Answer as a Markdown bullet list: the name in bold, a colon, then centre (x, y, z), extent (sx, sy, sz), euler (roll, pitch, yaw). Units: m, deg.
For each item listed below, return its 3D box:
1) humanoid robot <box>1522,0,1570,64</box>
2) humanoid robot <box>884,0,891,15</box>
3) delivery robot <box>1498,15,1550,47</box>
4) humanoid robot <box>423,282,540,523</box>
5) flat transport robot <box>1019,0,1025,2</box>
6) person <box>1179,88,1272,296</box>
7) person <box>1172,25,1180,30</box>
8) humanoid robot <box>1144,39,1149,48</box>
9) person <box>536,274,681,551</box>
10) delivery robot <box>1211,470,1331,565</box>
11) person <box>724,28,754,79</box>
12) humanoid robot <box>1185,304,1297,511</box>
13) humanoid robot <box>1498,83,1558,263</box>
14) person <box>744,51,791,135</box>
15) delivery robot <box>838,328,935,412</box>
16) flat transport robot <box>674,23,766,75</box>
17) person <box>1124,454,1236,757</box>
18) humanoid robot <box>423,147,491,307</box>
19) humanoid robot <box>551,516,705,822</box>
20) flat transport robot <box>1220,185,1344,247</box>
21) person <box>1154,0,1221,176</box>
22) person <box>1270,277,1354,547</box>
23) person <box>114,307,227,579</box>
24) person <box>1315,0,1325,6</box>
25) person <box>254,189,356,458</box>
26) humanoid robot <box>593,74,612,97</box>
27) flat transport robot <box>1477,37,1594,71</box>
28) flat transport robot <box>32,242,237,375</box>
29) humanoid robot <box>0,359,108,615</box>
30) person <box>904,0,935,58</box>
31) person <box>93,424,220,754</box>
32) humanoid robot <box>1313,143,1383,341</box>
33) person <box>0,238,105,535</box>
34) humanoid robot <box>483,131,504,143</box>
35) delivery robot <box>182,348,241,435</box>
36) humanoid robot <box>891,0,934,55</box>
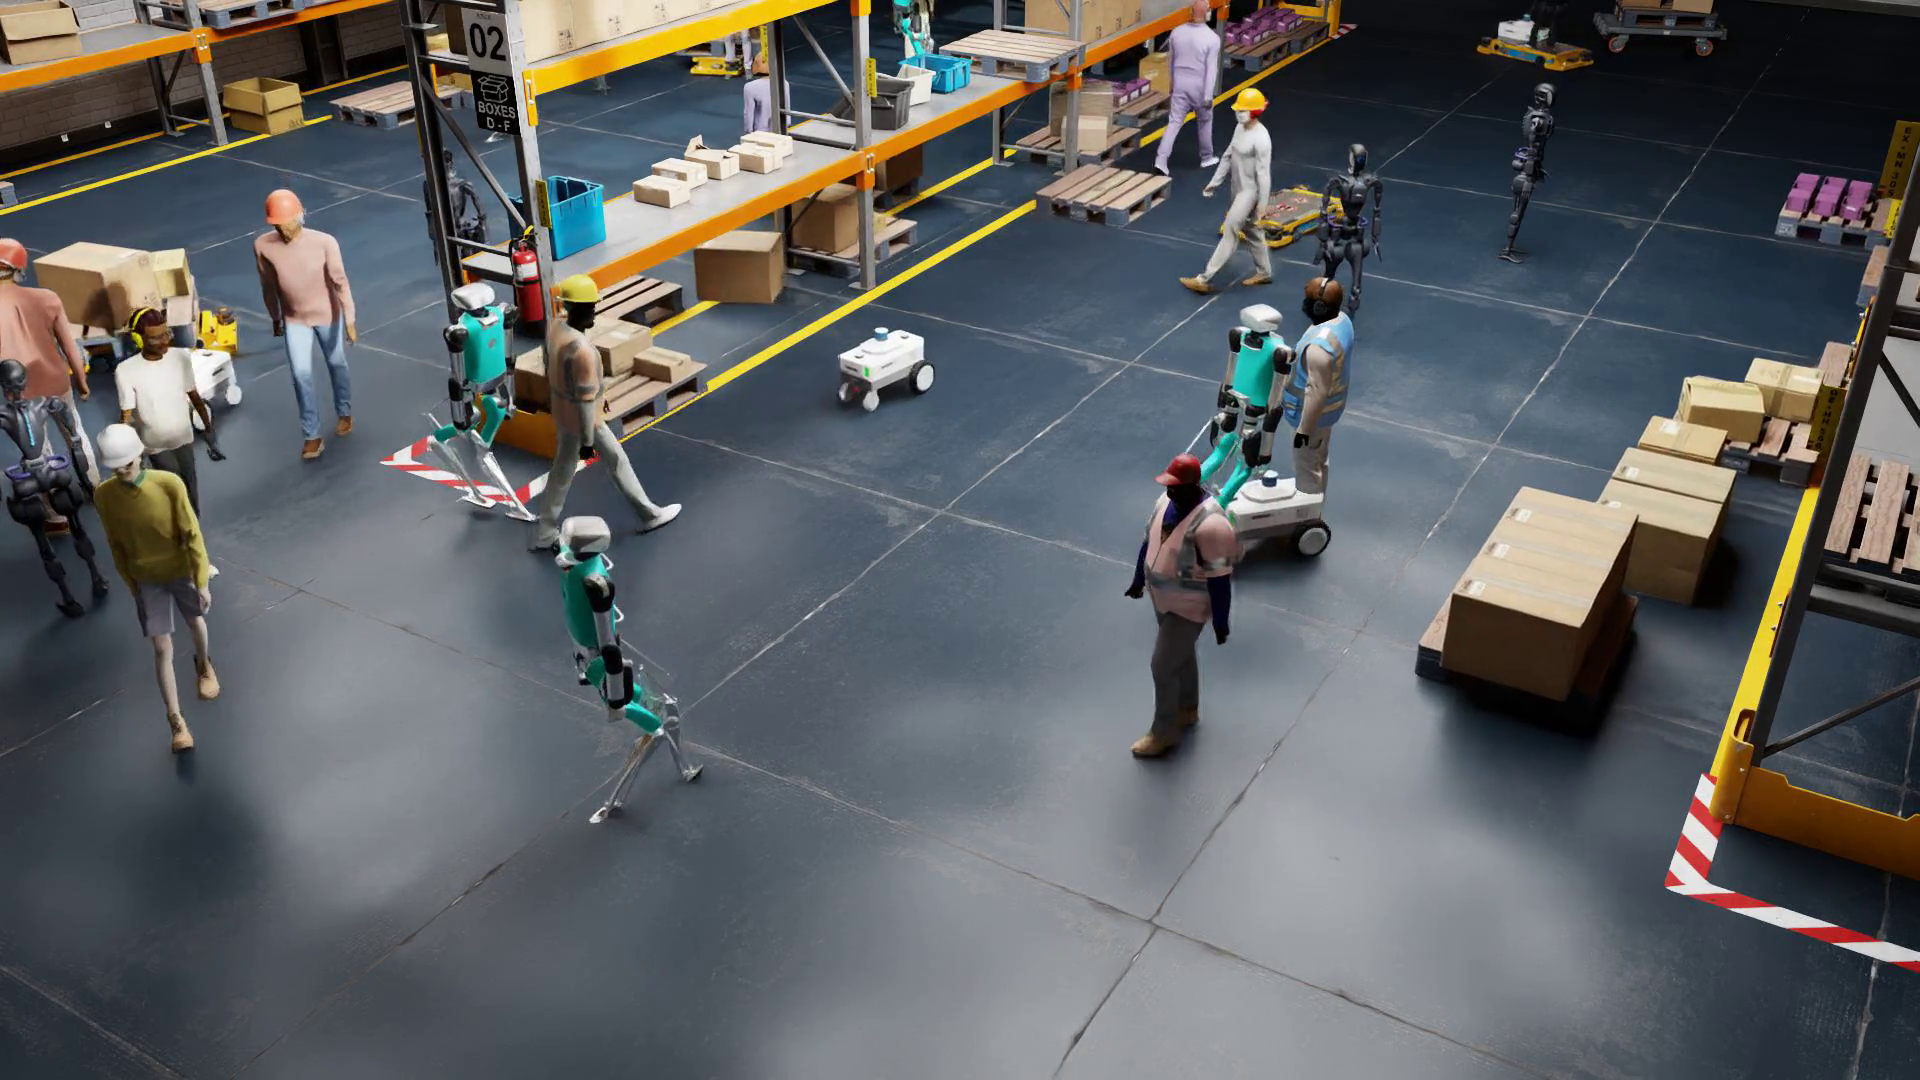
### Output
- **humanoid robot**: centre (7.923, -7.214, 22.262), extent (0.591, 1.650, 0.325), euler (-7, 30, -13)
- **humanoid robot**: centre (-0.998, -8.622, 24.806), extent (0.608, 1.619, 0.777), euler (-6, 30, -10)
- **delivery robot**: centre (7.773, -6.901, 22.868), extent (0.499, 0.604, 0.801), euler (-21, 36, -33)
- **humanoid robot**: centre (-3.286, -0.911, 11.056), extent (0.852, 1.755, 0.552), euler (18, 34, 29)
- **flat transport robot**: centre (1.397, -8.766, 26.448), extent (1.431, 0.231, 0.659), euler (-21, 36, -33)
- **person**: centre (2.450, -3.099, 14.822), extent (0.958, 1.846, 0.578), euler (-6, 30, -10)
- **person**: centre (3.304, -8.379, 24.198), extent (0.506, 1.809, 0.912), euler (14, 33, 24)
- **humanoid robot**: centre (2.674, -7.773, 23.263), extent (0.556, 1.833, 0.756), euler (10, 31, 18)
- **person**: centre (-2.407, -0.826, 10.793), extent (0.991, 1.855, 0.575), euler (-21, 35, -32)
- **delivery robot**: centre (2.027, -0.182, 10.957), extent (0.767, 0.579, 0.499), euler (-9, 31, -15)
- **person**: centre (-2.902, -6.947, 21.547), extent (0.489, 1.934, 0.450), euler (1, 30, 2)
- **humanoid robot**: centre (1.633, -0.539, 10.459), extent (0.811, 1.825, 0.546), euler (-17, 34, -27)
- **humanoid robot**: centre (5.359, -3.465, 15.626), extent (0.315, 1.657, 0.599), euler (15, 33, 25)
- **person**: centre (-1.943, -4.123, 16.854), extent (0.500, 1.626, 0.287), euler (-16, 33, -26)
- **delivery robot**: centre (-0.592, -1.377, 13.105), extent (0.499, 0.612, 0.801), euler (23, 37, 35)
- **flat transport robot**: centre (-3.139, -6.551, 22.529), extent (0.659, 0.231, 1.431), euler (4, 30, 7)
- **person**: centre (1.097, 0.347, 8.835), extent (0.651, 1.733, 0.655), euler (-13, 32, -22)
- **humanoid robot**: centre (-4.154, -2.541, 14.038), extent (0.589, 1.626, 0.689), euler (7, 30, 12)
- **humanoid robot**: centre (-1.571, 0.632, 8.409), extent (0.828, 1.826, 0.562), euler (-18, 34, -29)
- **flat transport robot**: centre (3.288, -3.253, 16.697), extent (0.659, 0.231, 1.431), euler (24, 37, 36)
- **person**: centre (2.483, -4.887, 17.976), extent (0.657, 1.860, 0.999), euler (22, 36, 33)
- **person**: centre (2.278, -0.826, 10.804), extent (0.429, 1.841, 0.635), euler (12, 31, 20)
- **person**: centre (-4.893, -0.565, 10.323), extent (0.493, 1.857, 0.578), euler (17, 34, 27)
- **person**: centre (5.710, -9.167, 25.558), extent (0.429, 1.846, 0.625), euler (13, 32, 22)
- **person**: centre (-4.691, -1.561, 11.989), extent (0.640, 1.951, 0.901), euler (-5, 30, -9)
- **humanoid robot**: centre (-4.588, -6.398, 20.883), extent (0.737, 1.890, 0.546), euler (-21, 36, -32)
- **flat transport robot**: centre (7.868, -6.673, 22.746), extent (0.659, 0.231, 1.431), euler (-19, 35, -30)
- **flat transport robot**: centre (-6.812, -1.657, 13.873), extent (1.431, 0.231, 0.659), euler (-11, 31, -18)
- **humanoid robot**: centre (-5.575, -0.317, 10.071), extent (0.608, 1.653, 0.328), euler (-23, 37, -35)
- **person**: centre (-0.603, -6.963, 21.762), extent (0.577, 1.737, 0.488), euler (-8, 30, -14)
- **person**: centre (-4.295, 0.217, 8.968), extent (0.479, 1.836, 0.987), euler (-11, 31, -19)
- **humanoid robot**: centre (3.266, -2.570, 14.091), extent (0.588, 1.632, 0.728), euler (-6, 30, -11)
- **person**: centre (-6.156, -1.033, 11.069), extent (0.653, 1.959, 0.661), euler (20, 35, 32)
- **humanoid robot**: centre (-5.269, -5.499, 19.214), extent (0.898, 1.809, 0.550), euler (-26, 38, -37)
- **delivery robot**: centre (-5.891, -1.185, 12.723), extent (0.499, 0.570, 0.747), euler (8, 30, 13)
- **humanoid robot**: centre (-0.558, -6.532, 21.002), extent (0.999, 1.735, 0.550), euler (-20, 35, -31)
